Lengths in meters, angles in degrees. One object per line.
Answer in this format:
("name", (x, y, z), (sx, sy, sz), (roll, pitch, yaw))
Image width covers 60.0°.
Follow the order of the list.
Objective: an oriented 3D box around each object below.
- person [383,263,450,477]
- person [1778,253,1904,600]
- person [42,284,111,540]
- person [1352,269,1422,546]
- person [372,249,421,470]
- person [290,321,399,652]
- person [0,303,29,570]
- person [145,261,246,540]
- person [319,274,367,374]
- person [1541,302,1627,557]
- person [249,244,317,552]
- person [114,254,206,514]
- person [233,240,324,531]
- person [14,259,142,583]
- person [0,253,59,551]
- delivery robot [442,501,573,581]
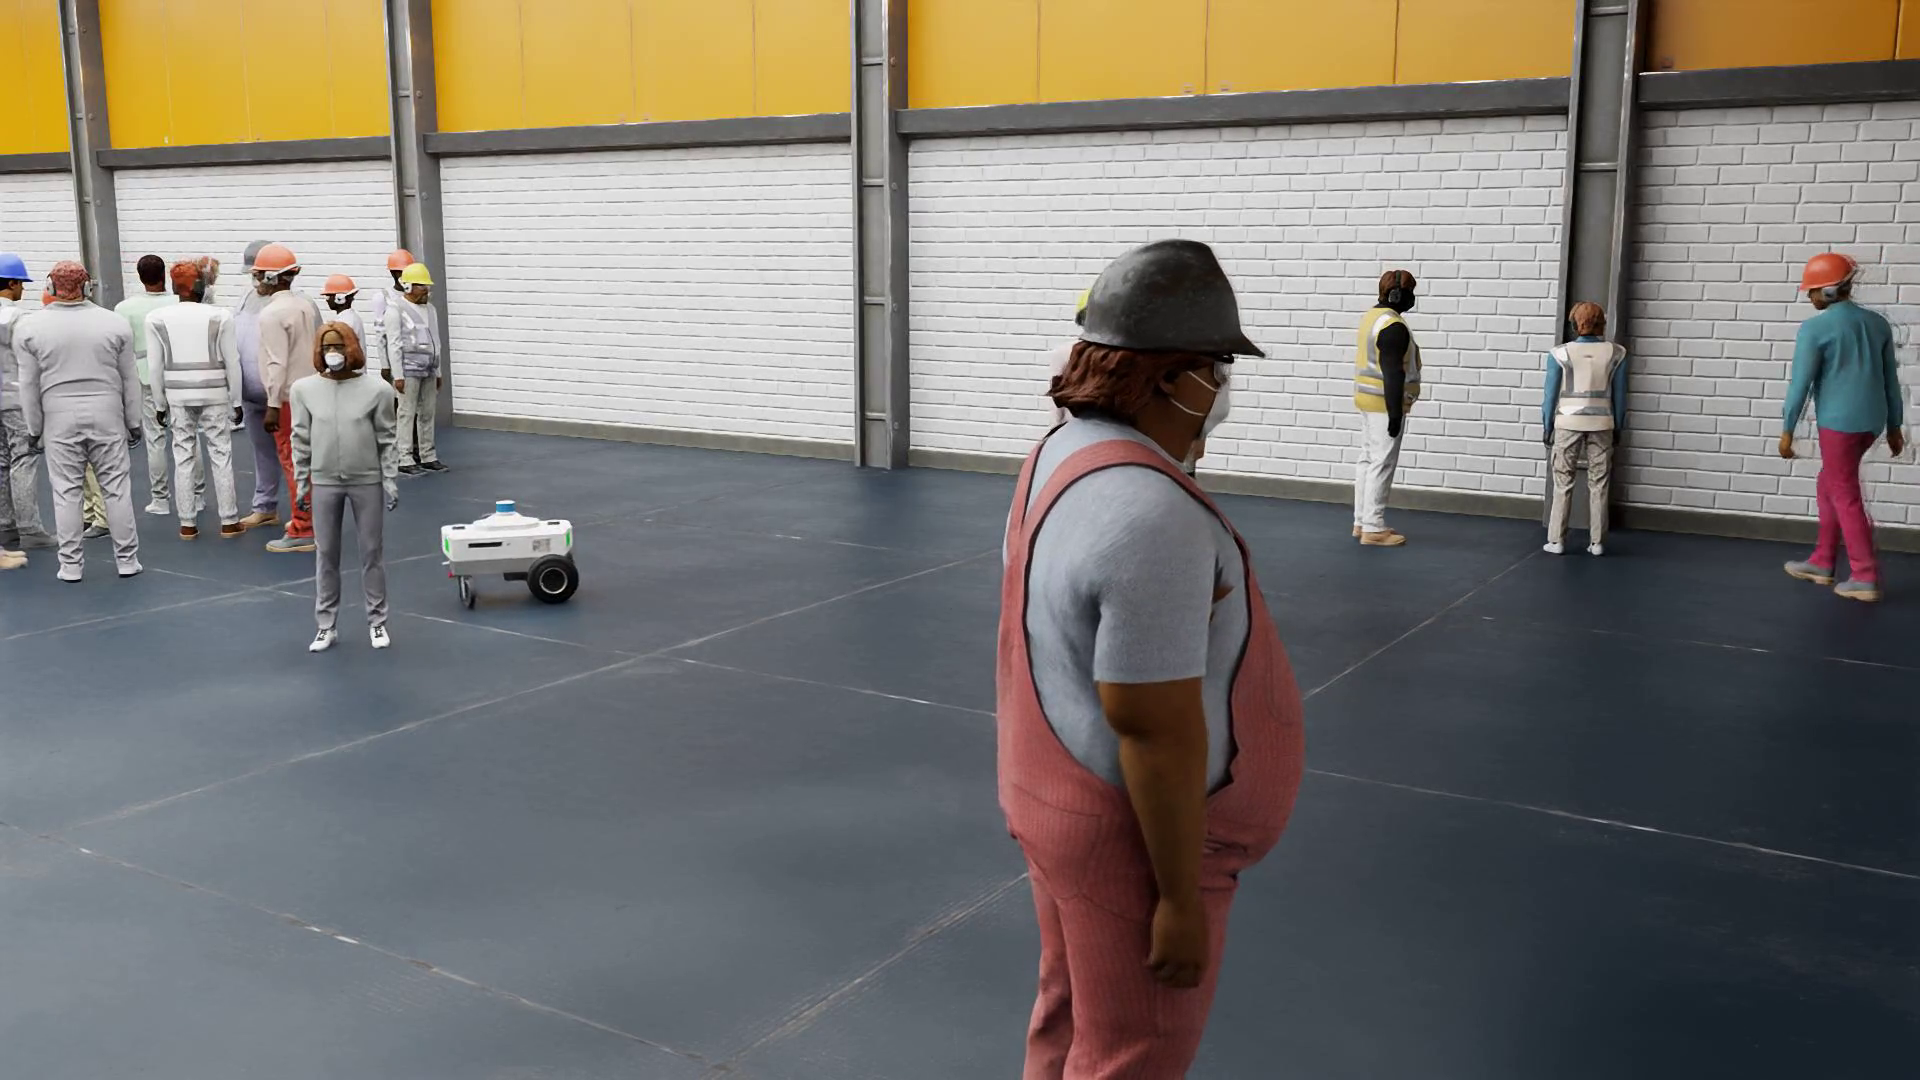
("person", (-4.673, -1.460, 14.327), (0.403, 1.824, 0.595), (4, 11, 22))
("person", (5.024, -0.656, 9.517), (0.637, 1.939, 0.859), (-4, 11, -22))
("person", (-6.004, -0.875, 11.303), (0.345, 1.739, 0.575), (-9, 13, -40))
("person", (2.851, -0.880, 11.106), (0.431, 1.836, 0.630), (0, 10, 0))
("person", (-4.903, -1.593, 14.742), (0.362, 1.938, 0.545), (7, 12, 34))
("person", (-3.026, -0.263, 8.215), (0.501, 1.633, 0.285), (-2, 10, -11))
("person", (-5.981, -0.716, 10.185), (0.359, 1.835, 0.515), (-7, 13, -36))
("person", (-5.153, -0.936, 11.252), (0.574, 1.884, 0.356), (-3, 11, -15))
("person", (-4.953, -1.262, 13.419), (0.330, 1.751, 0.563), (-2, 11, -13))
("person", (3.987, -0.701, 10.655), (0.514, 1.634, 0.313), (1, 10, 8))
("person", (-4.381, -0.920, 10.851), (0.386, 1.995, 0.612), (0, 10, 2))
("person", (-5.898, -1.144, 12.320), (0.590, 1.916, 0.399), (-8, 13, -37))
("person", (-4.797, -1.073, 11.575), (0.674, 2.000, 0.535), (4, 11, 19))
("person", (-5.205, -0.699, 9.877), (0.643, 1.909, 0.410), (-6, 12, -30))
("person", (-6.200, -0.898, 10.900), (0.604, 1.939, 0.415), (6, 12, 29))
("delivery robot", (-2.552, 0.021, 9.370), (0.707, 0.478, 0.477), (-3, 11, -16))
